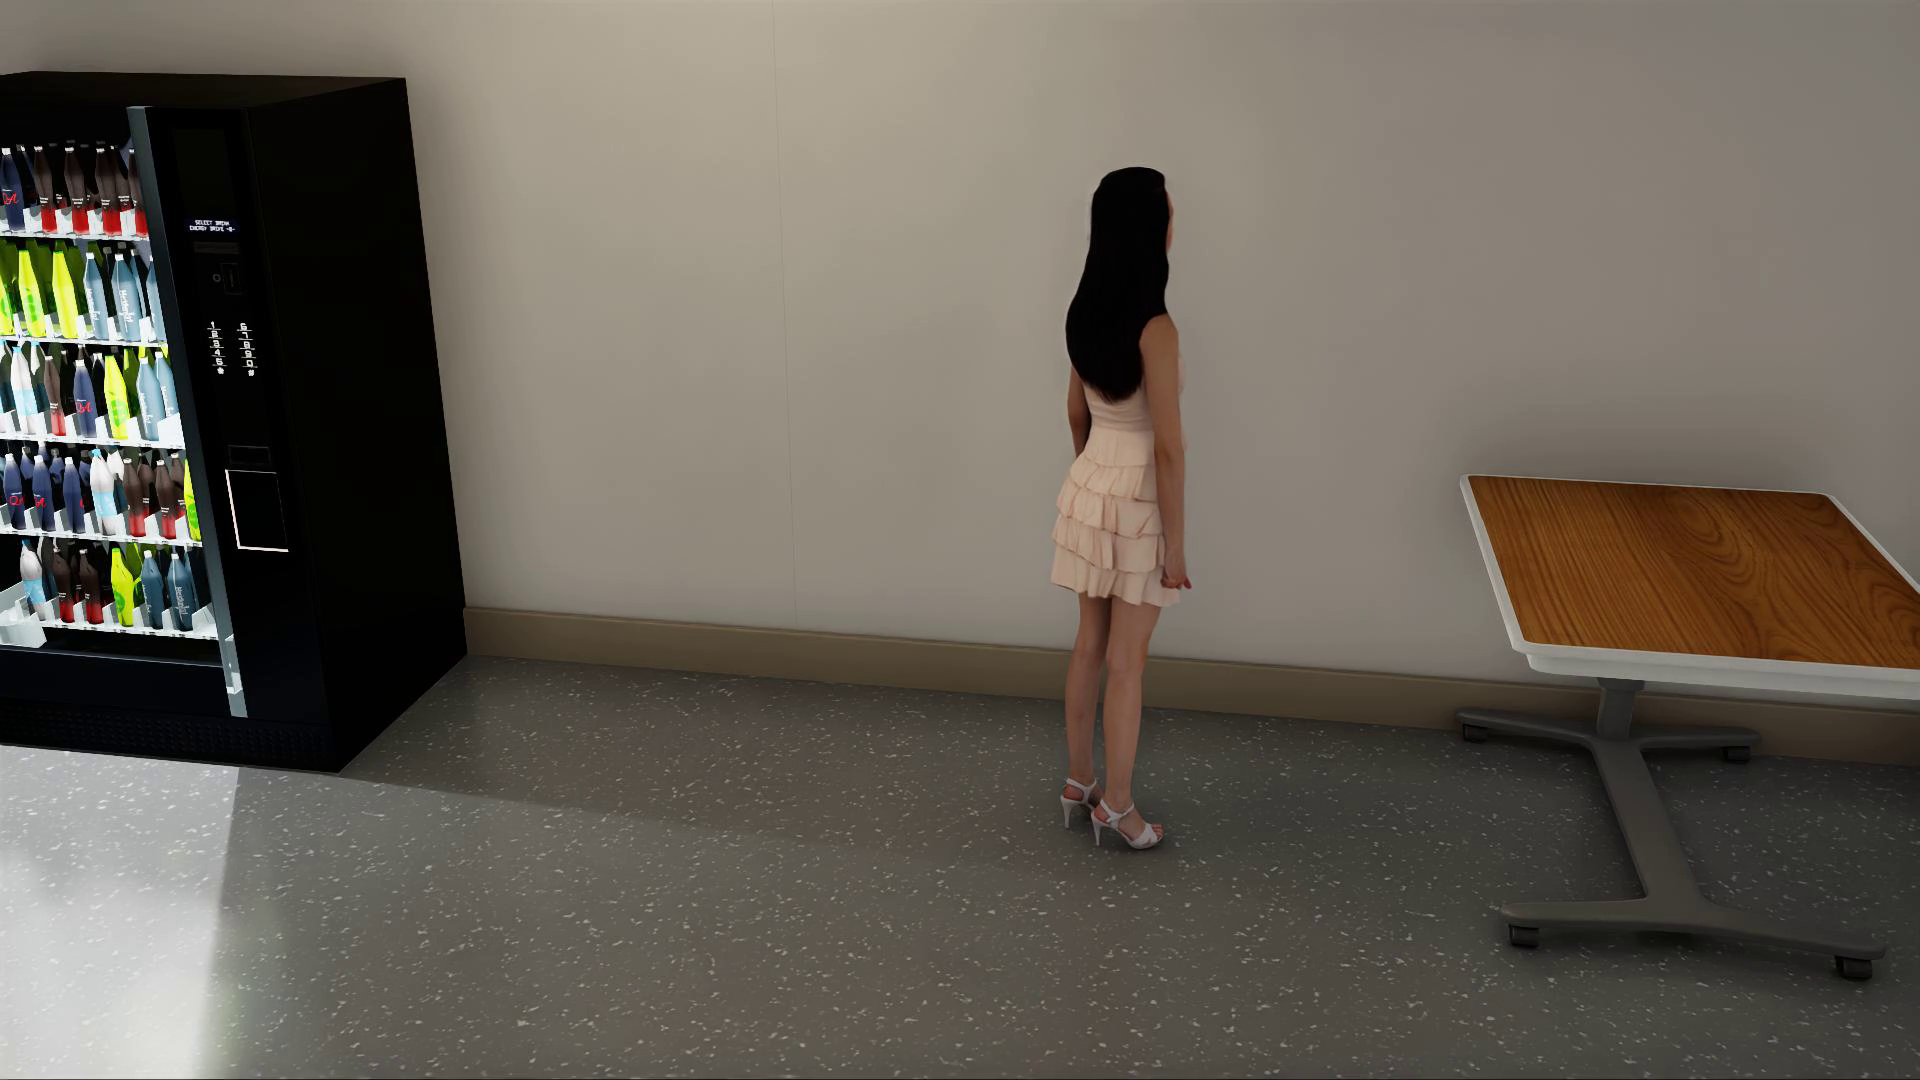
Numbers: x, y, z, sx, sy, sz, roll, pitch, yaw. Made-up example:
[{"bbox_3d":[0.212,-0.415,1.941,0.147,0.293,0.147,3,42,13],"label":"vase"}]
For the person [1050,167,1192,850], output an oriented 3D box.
[{"bbox_3d":[0.388,-0.043,4.106,0.702,1.736,0.654,-12,24,-29],"label":"person"}]
